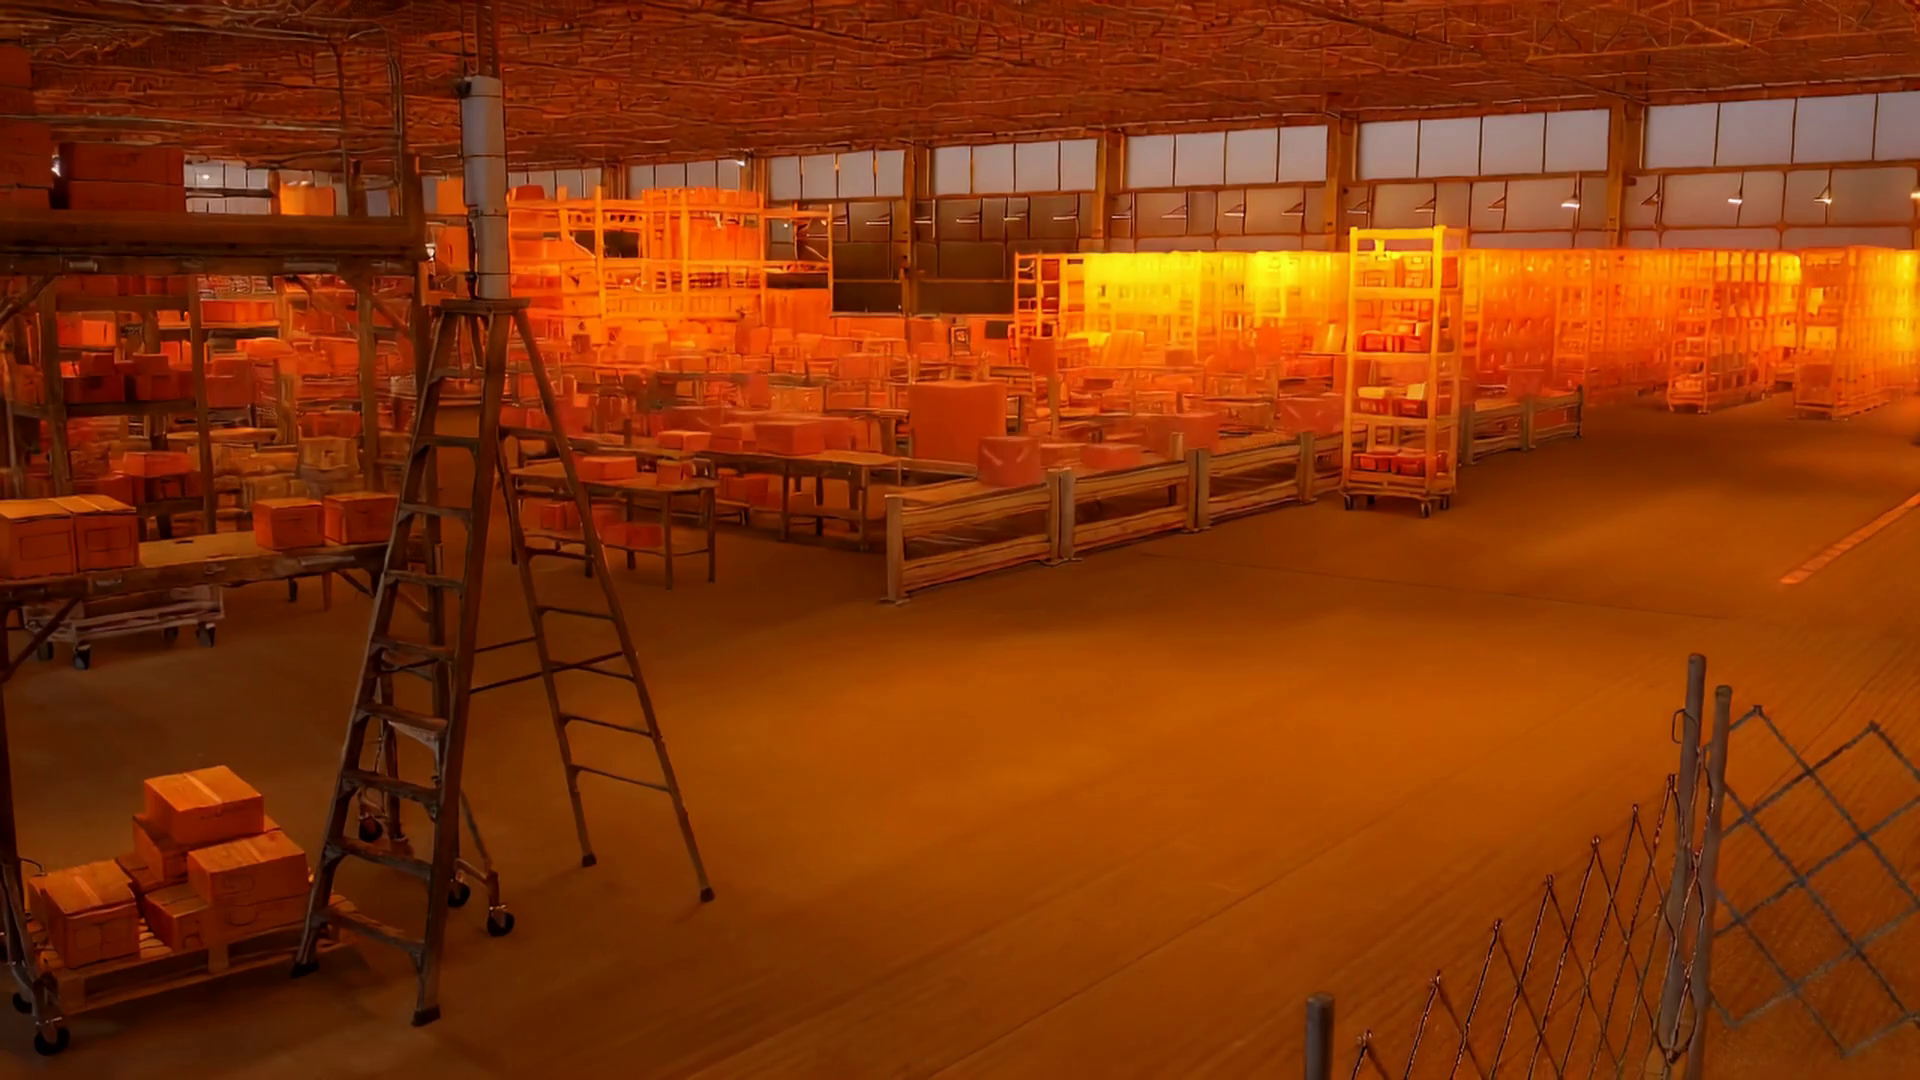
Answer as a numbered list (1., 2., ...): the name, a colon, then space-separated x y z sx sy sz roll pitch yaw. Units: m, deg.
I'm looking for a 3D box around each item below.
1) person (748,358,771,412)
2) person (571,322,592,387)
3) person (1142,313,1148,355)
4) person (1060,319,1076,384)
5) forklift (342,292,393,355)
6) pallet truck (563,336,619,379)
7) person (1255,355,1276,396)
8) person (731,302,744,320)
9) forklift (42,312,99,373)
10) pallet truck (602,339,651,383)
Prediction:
1. person: -3.420 -2.264 28.107 0.505 1.613 0.593 5 11 30
2. person: -9.564 -4.624 42.180 0.609 1.816 0.472 -6 11 -31
3. person: 5.768 -6.505 53.231 0.381 2.045 0.605 7 11 36
4. person: 2.797 -4.627 41.961 0.408 1.903 0.638 -5 10 -27
5. forklift: -16.485 -5.622 45.120 1.129 2.768 1.873 7 11 37
6. pallet truck: -10.690 -5.294 48.215 1.601 1.201 0.680 -5 10 -26
7. person: 7.226 -4.088 39.119 0.540 1.725 0.591 -2 9 -11
8. person: -8.368 -7.988 62.786 0.603 1.949 0.389 -9 13 -44
9. forklift: -23.779 -5.451 44.052 1.873 2.768 1.129 7 11 36
10. pallet truck: -8.991 -4.871 45.351 0.653 1.274 1.630 7 11 37
